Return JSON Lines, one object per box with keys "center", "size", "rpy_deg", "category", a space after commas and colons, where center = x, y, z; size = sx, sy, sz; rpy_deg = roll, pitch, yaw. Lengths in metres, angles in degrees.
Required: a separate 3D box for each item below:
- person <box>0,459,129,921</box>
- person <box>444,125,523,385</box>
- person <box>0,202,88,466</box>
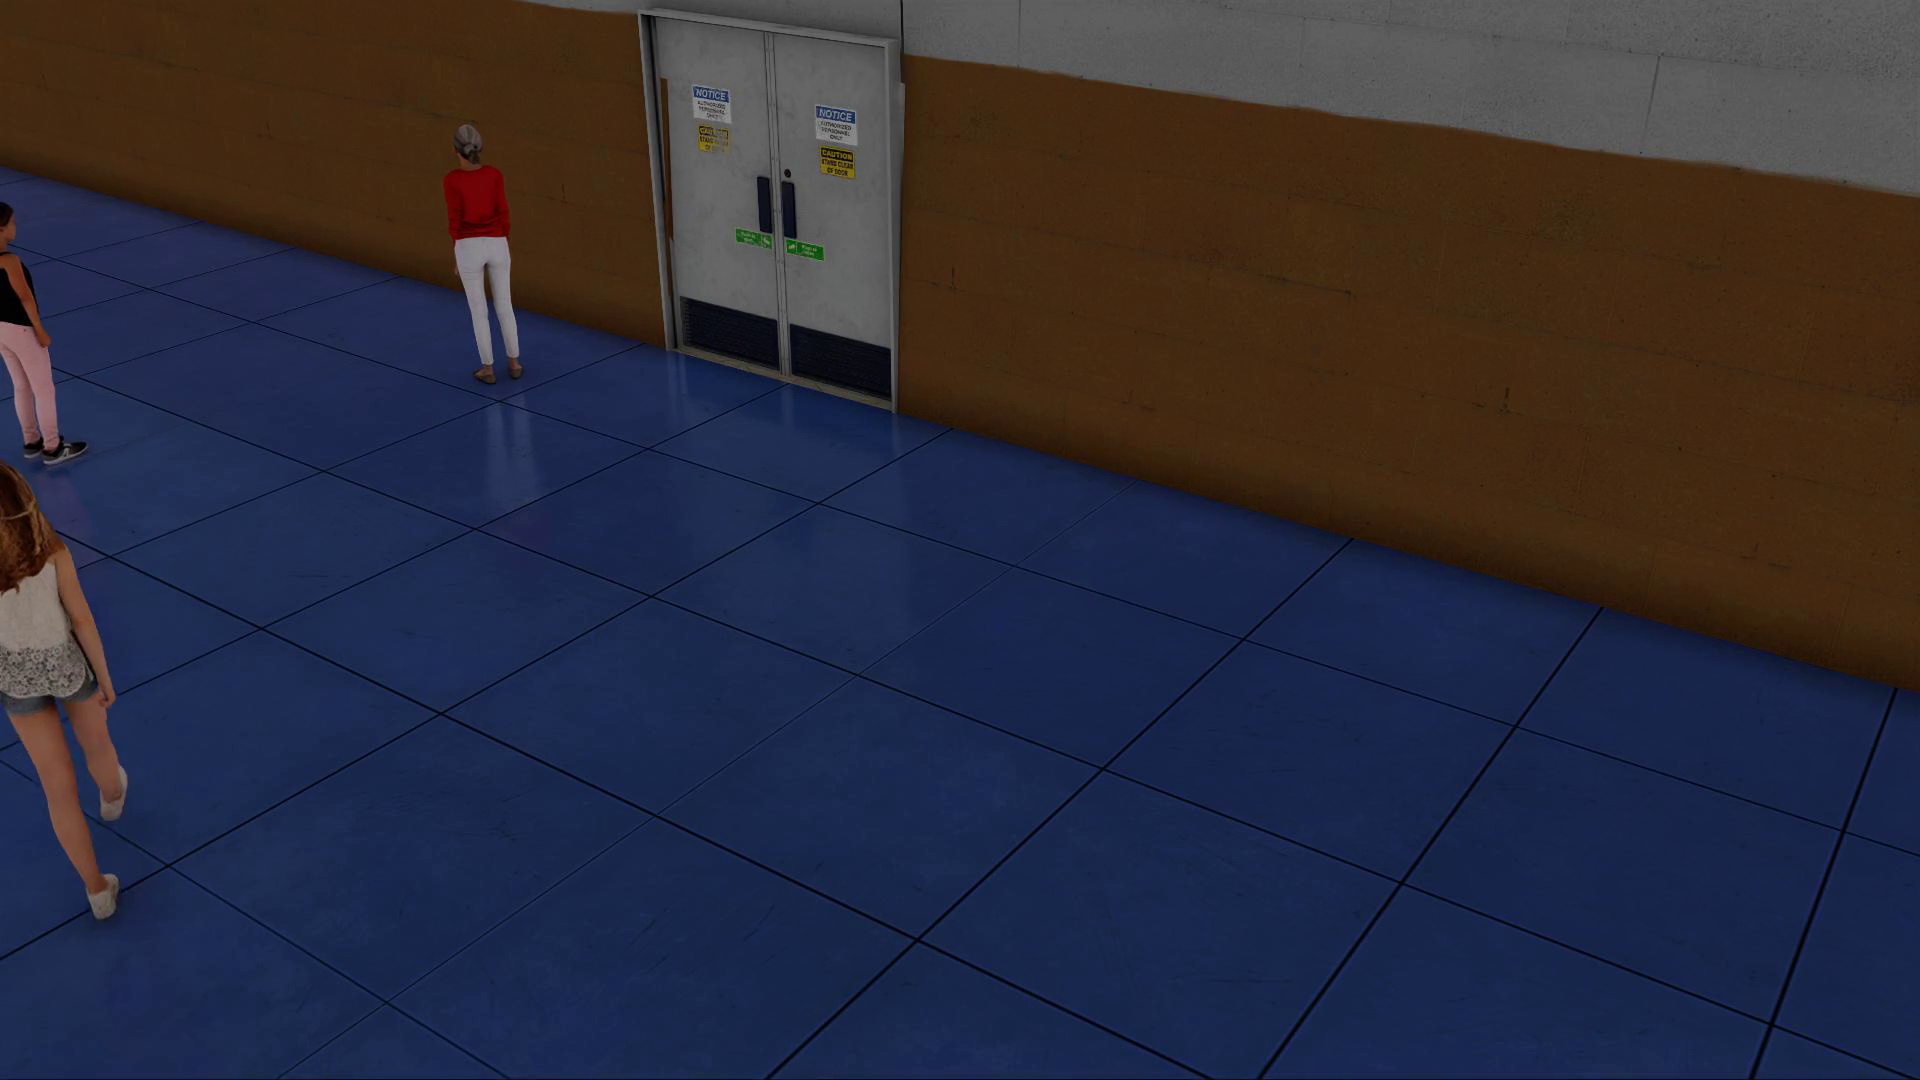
{"center": [-3.260, 0.588, 5.947], "size": [1.112, 1.720, 1.043], "rpy_deg": [-10, 29, -19], "category": "person"}
{"center": [-3.091, -1.847, 10.776], "size": [0.601, 1.694, 0.697], "rpy_deg": [-15, 30, -27], "category": "person"}
{"center": [-5.458, -1.193, 9.634], "size": [0.552, 1.562, 0.556], "rpy_deg": [13, 30, 23], "category": "person"}
